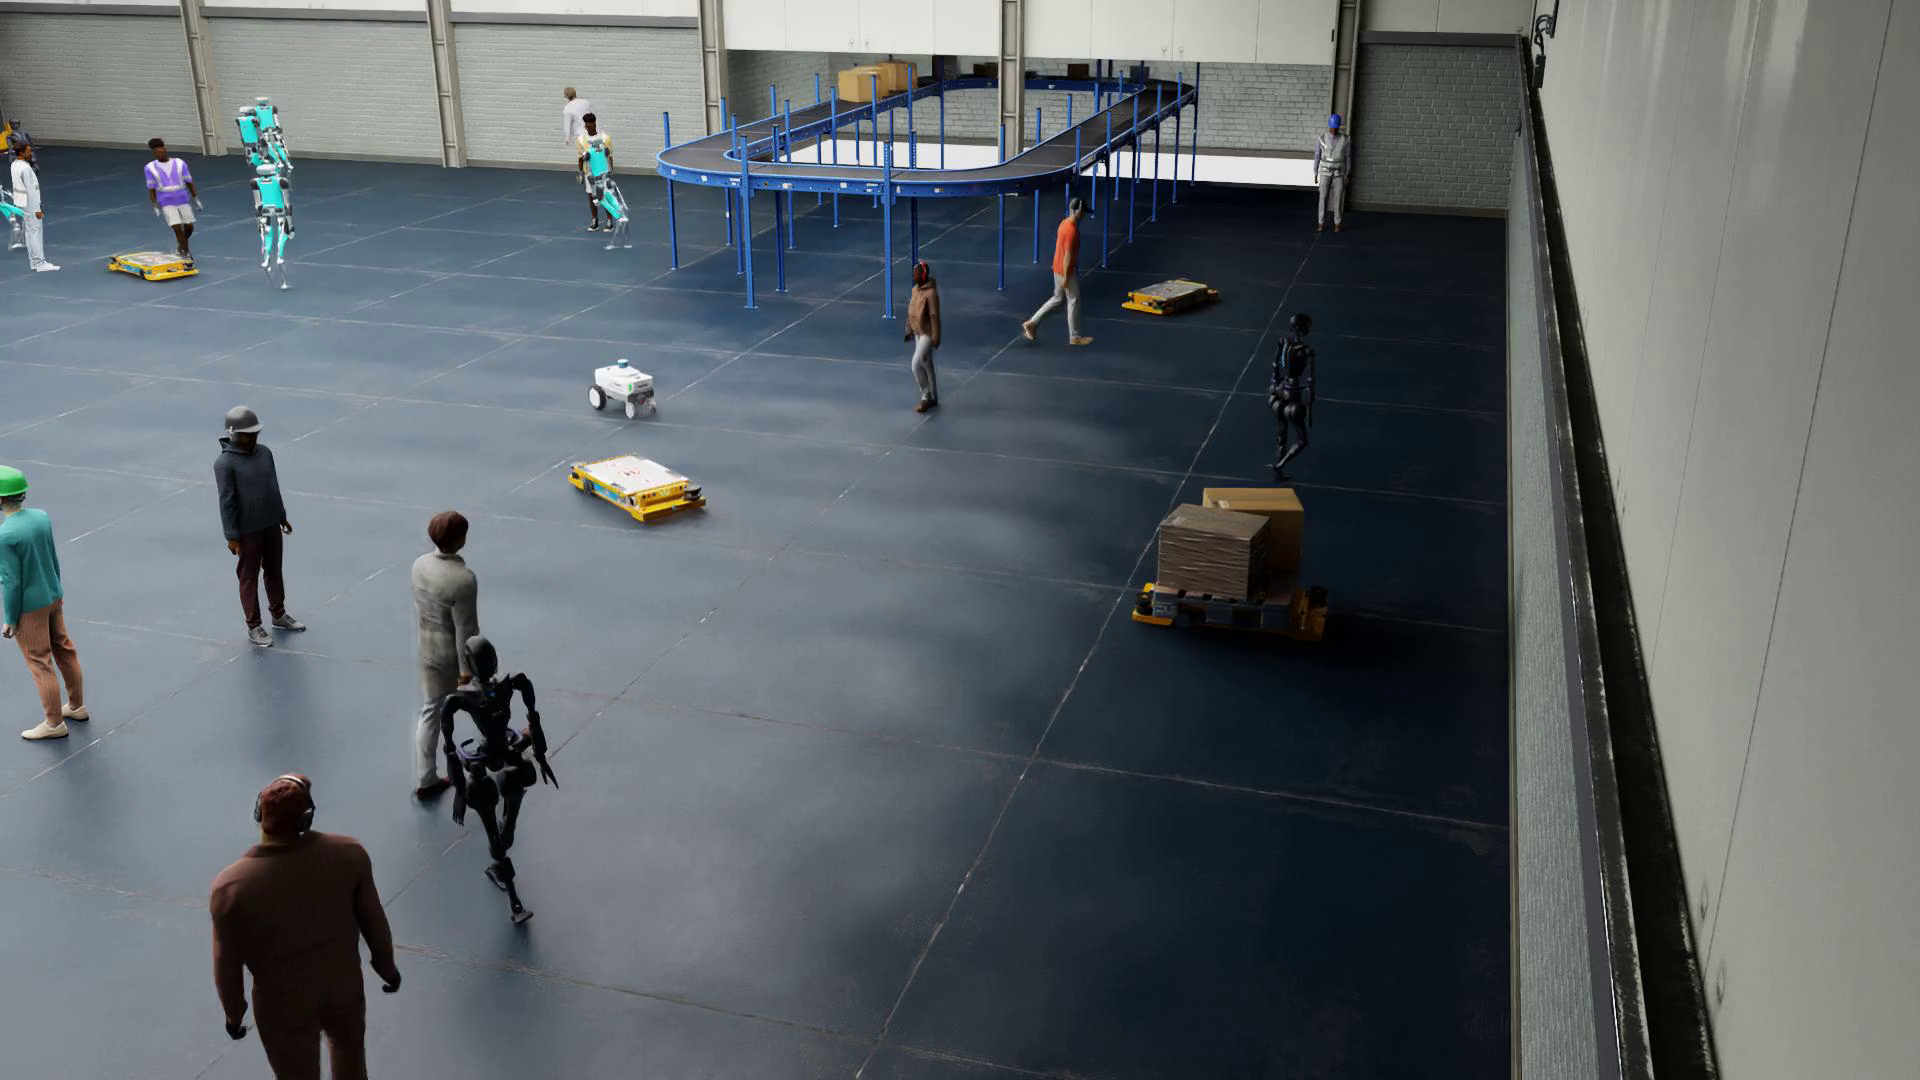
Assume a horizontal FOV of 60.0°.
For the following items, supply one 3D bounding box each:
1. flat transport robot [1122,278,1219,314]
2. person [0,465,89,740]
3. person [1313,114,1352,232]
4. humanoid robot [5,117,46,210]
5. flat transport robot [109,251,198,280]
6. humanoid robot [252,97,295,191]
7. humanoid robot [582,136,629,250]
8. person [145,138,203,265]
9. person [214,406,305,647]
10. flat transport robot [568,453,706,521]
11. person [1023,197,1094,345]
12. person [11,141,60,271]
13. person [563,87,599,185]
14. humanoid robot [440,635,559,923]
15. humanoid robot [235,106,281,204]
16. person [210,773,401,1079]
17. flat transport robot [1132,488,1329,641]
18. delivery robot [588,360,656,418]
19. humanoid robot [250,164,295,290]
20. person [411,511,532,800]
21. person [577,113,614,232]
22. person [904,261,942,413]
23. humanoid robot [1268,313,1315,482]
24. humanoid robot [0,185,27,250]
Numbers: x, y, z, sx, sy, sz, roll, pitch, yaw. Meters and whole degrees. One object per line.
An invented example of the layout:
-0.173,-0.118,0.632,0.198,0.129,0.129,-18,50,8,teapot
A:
2.898,-3.342,22.845,0.659,0.231,1.431,17,27,37,flat transport robot
-6.073,0.406,10.893,0.350,1.875,0.509,3,21,7,person
6.200,-6.119,27.747,0.611,1.933,0.414,2,21,5,person
-16.565,-6.636,29.451,0.358,1.646,0.610,7,22,18,humanoid robot
-12.033,-4.088,24.781,1.431,0.231,0.659,17,27,36,flat transport robot
-12.962,-7.453,31.521,0.810,1.805,0.549,17,27,37,humanoid robot
-5.498,-5.438,26.251,0.770,1.782,0.532,13,25,30,humanoid robot
-11.861,-5.109,25.141,0.683,1.915,0.655,-15,25,-33,person
-5.229,-0.122,12.346,0.374,1.811,0.553,10,23,24,person
-3.026,-0.507,15.493,0.659,0.231,1.431,-17,27,-36,flat transport robot
1.233,-3.299,20.515,0.823,1.872,0.553,-3,21,-7,person
-13.867,-4.978,24.799,0.377,1.917,0.599,-19,28,-40,person
-7.389,-7.832,32.246,0.797,1.880,0.709,14,25,31,person
-2.462,1.262,8.990,0.596,1.631,0.757,-17,27,-37,humanoid robot
-12.683,-7.000,30.307,0.530,1.810,0.713,9,23,23,humanoid robot
-2.791,1.878,7.091,0.718,1.862,0.666,-16,26,-35,person
2.095,0.510,12.854,1.431,0.231,0.659,6,22,15,flat transport robot
-3.655,-1.678,18.090,0.744,0.564,0.499,20,28,41,delivery robot
-9.697,-4.333,23.415,0.545,1.813,0.675,1,21,2,humanoid robot
-3.122,0.671,10.343,0.515,1.784,0.945,10,23,24,person
-6.077,-6.132,27.753,0.613,1.951,0.384,3,21,7,person
-0.424,-2.189,17.952,0.512,1.638,0.457,-11,24,-26,person
3.092,-1.334,15.687,0.372,1.648,0.608,-12,24,-28,humanoid robot
-14.972,-5.367,26.171,0.782,1.849,0.540,-9,23,-22,humanoid robot
